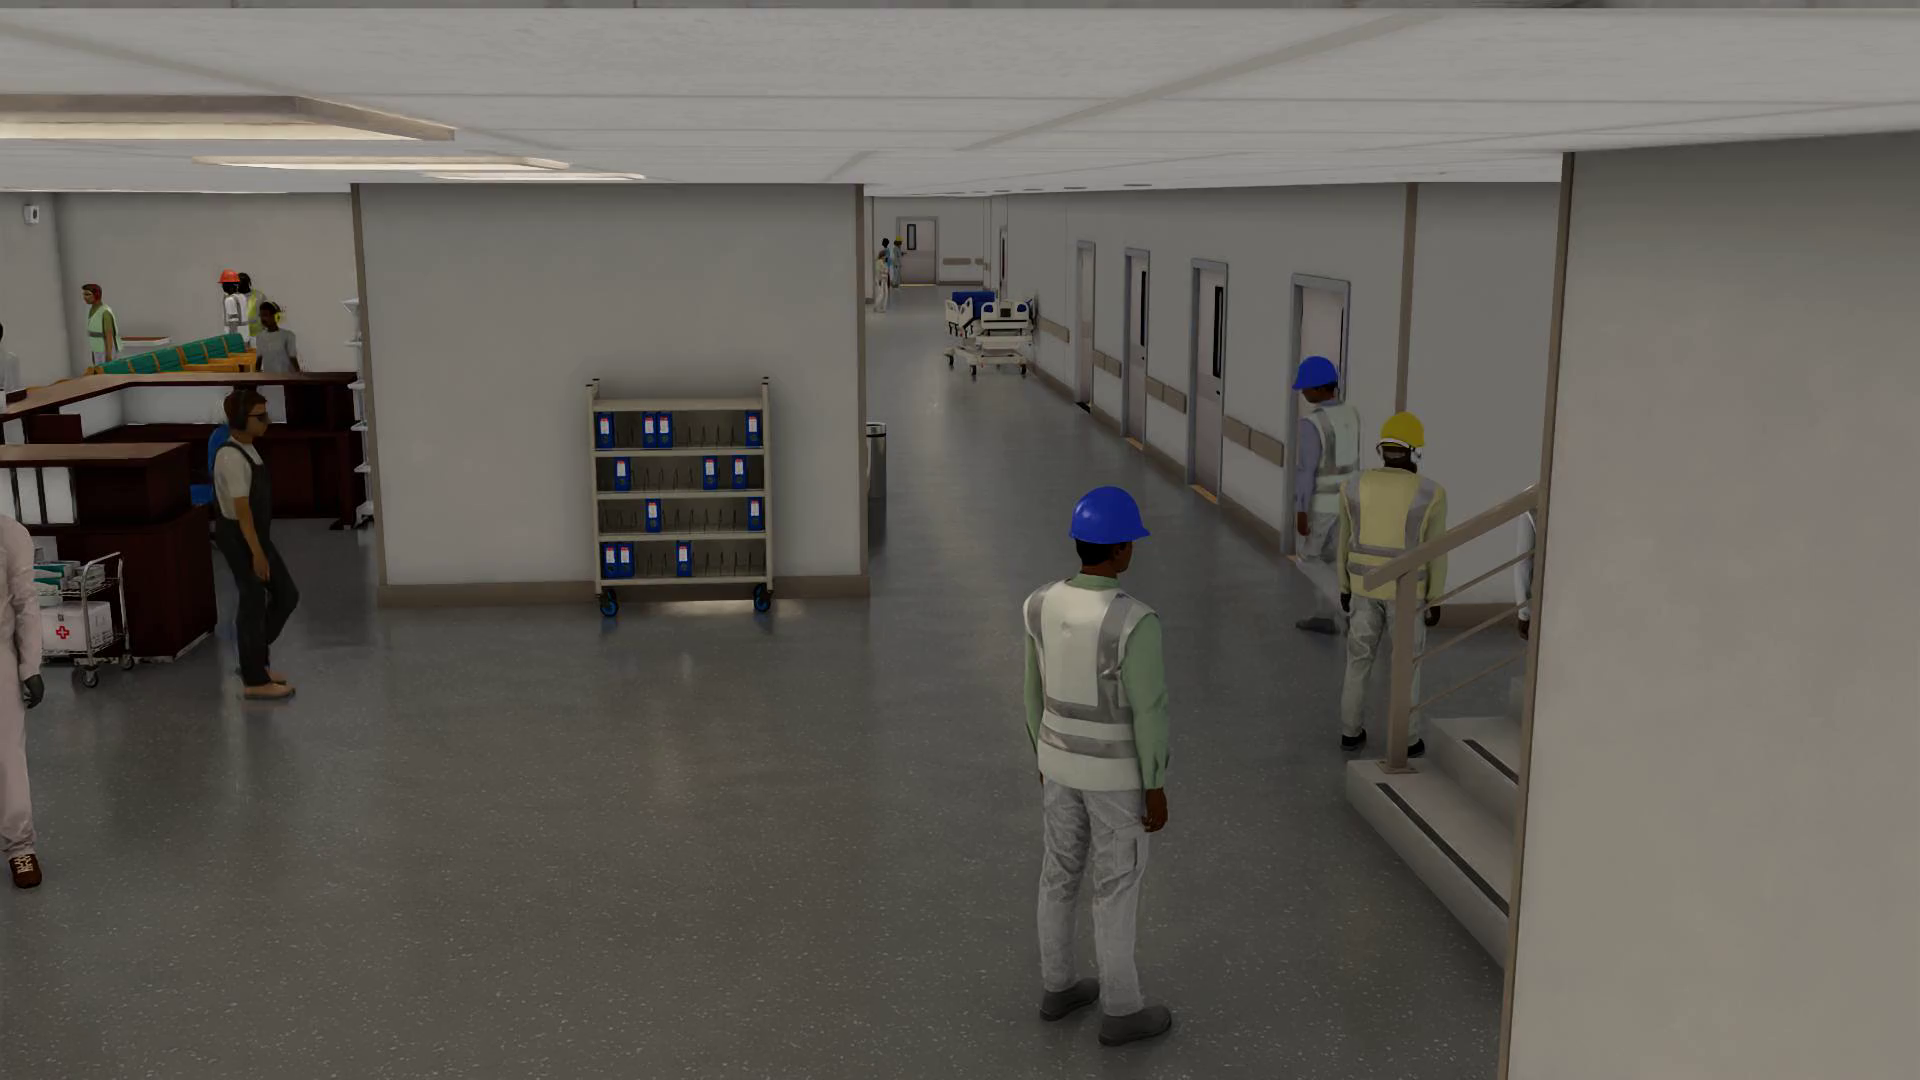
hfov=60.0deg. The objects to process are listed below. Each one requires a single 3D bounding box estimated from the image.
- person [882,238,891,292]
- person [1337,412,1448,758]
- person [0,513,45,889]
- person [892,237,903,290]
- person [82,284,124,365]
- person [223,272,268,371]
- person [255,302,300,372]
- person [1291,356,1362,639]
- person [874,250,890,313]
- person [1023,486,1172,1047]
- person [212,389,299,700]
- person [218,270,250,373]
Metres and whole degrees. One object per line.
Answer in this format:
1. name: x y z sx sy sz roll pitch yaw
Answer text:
1. person: -2.372 -8.771 53.059 0.318 1.700 0.535 0 12 -1
2. person: 2.263 0.242 8.731 0.588 1.823 0.404 8 14 33
3. person: -4.190 0.559 6.963 0.641 1.908 0.407 -6 13 -26
4. person: -2.008 -8.949 53.849 0.347 1.733 0.479 2 12 10
5. person: -11.202 -2.435 21.785 0.560 1.836 0.397 10 15 39
6. person: -10.745 -3.107 25.077 0.621 1.835 0.431 -5 13 -24
7. person: -7.464 -1.704 18.232 0.537 1.829 0.959 4 12 21
8. person: 2.479 -0.250 10.924 0.711 1.917 0.674 -11 16 -43
9. person: -2.011 -6.715 43.215 0.380 1.608 0.552 6 13 25
10. person: 0.481 0.780 5.775 0.389 1.949 0.604 -11 16 -43
11. person: -4.096 0.041 9.656 0.391 1.830 0.526 -2 12 -7
12. person: -10.222 -2.832 23.455 0.364 1.935 0.553 -1 12 -4
